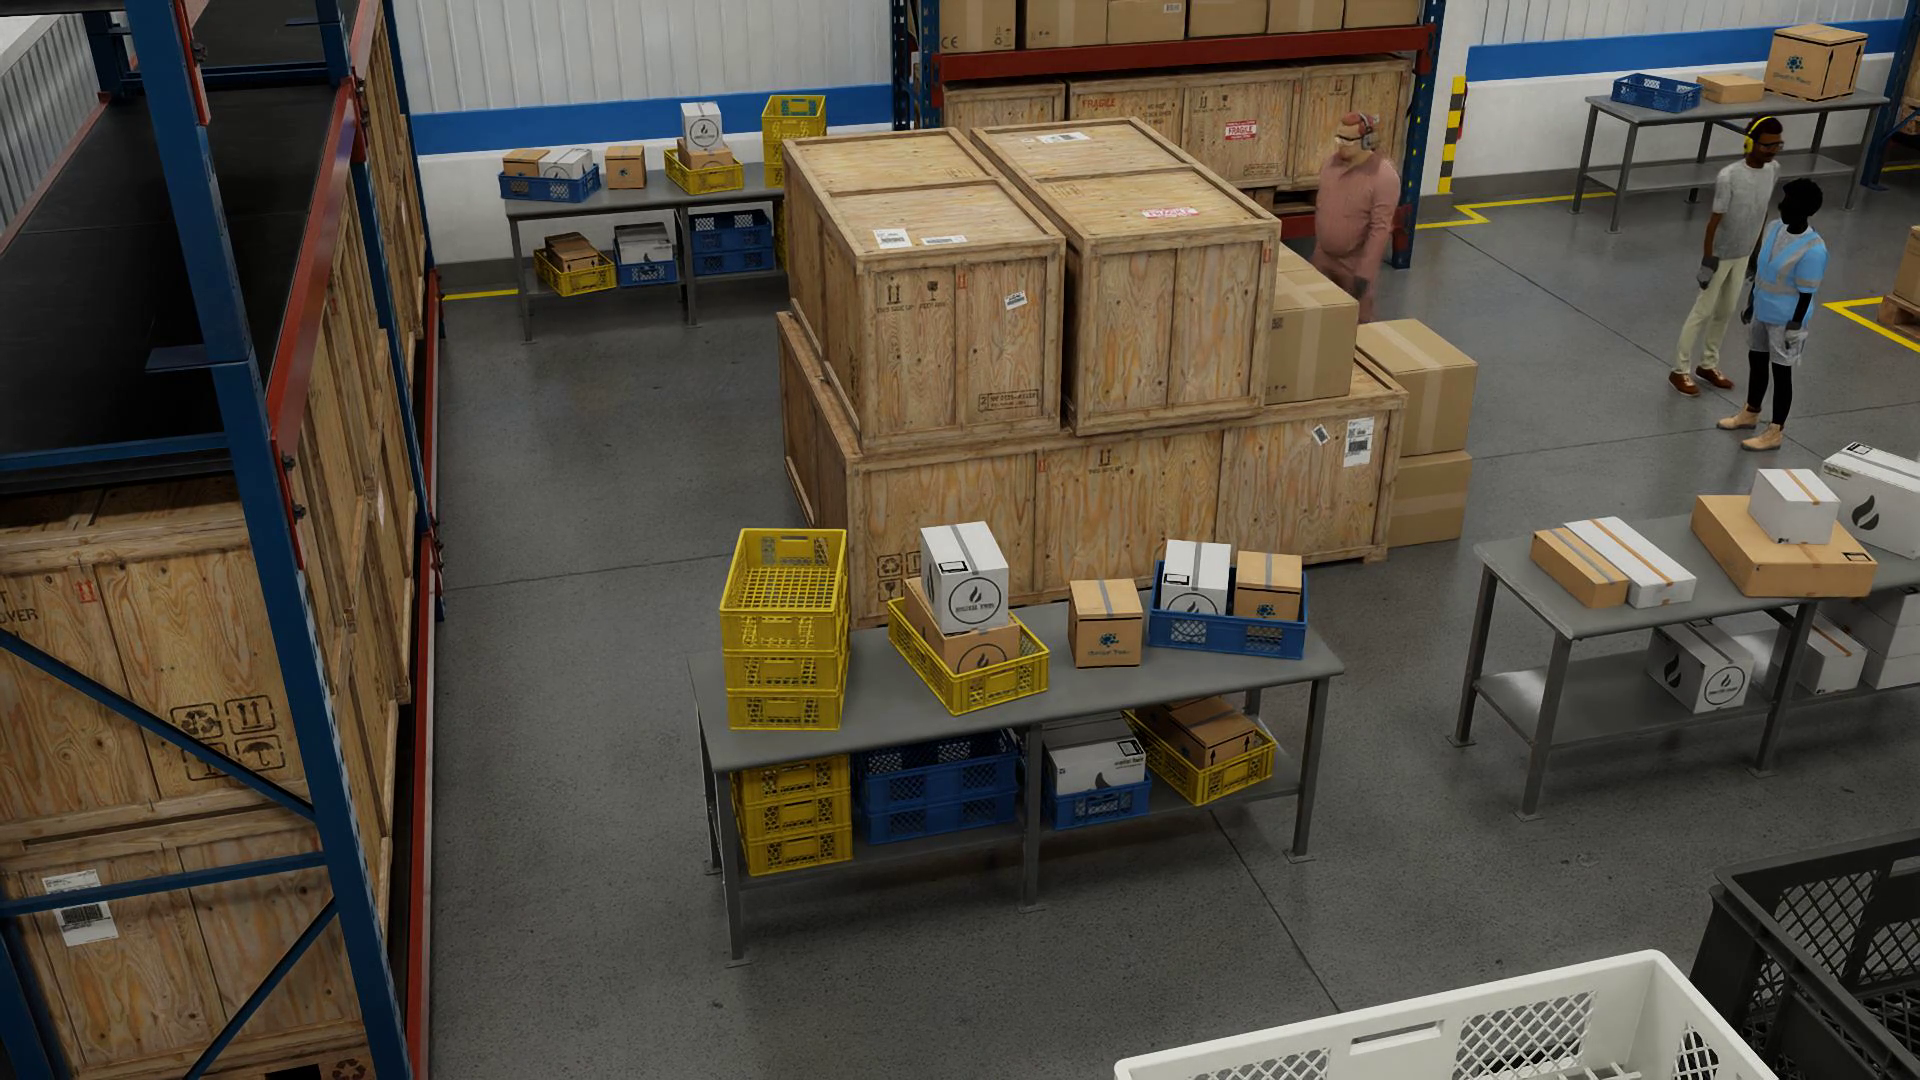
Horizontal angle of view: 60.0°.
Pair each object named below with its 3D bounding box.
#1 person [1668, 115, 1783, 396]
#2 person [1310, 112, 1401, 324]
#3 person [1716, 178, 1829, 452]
[{"bbox_3d":[5.011,-1.840,10.800,0.515,1.863,0.347,-12,31,-21],"label":"person"},{"bbox_3d":[2.437,-1.795,10.693,0.692,1.890,0.659,-23,36,-35],"label":"person"},{"bbox_3d":[4.976,-1.366,10.113,0.322,1.692,0.520,-3,29,-6],"label":"person"}]
